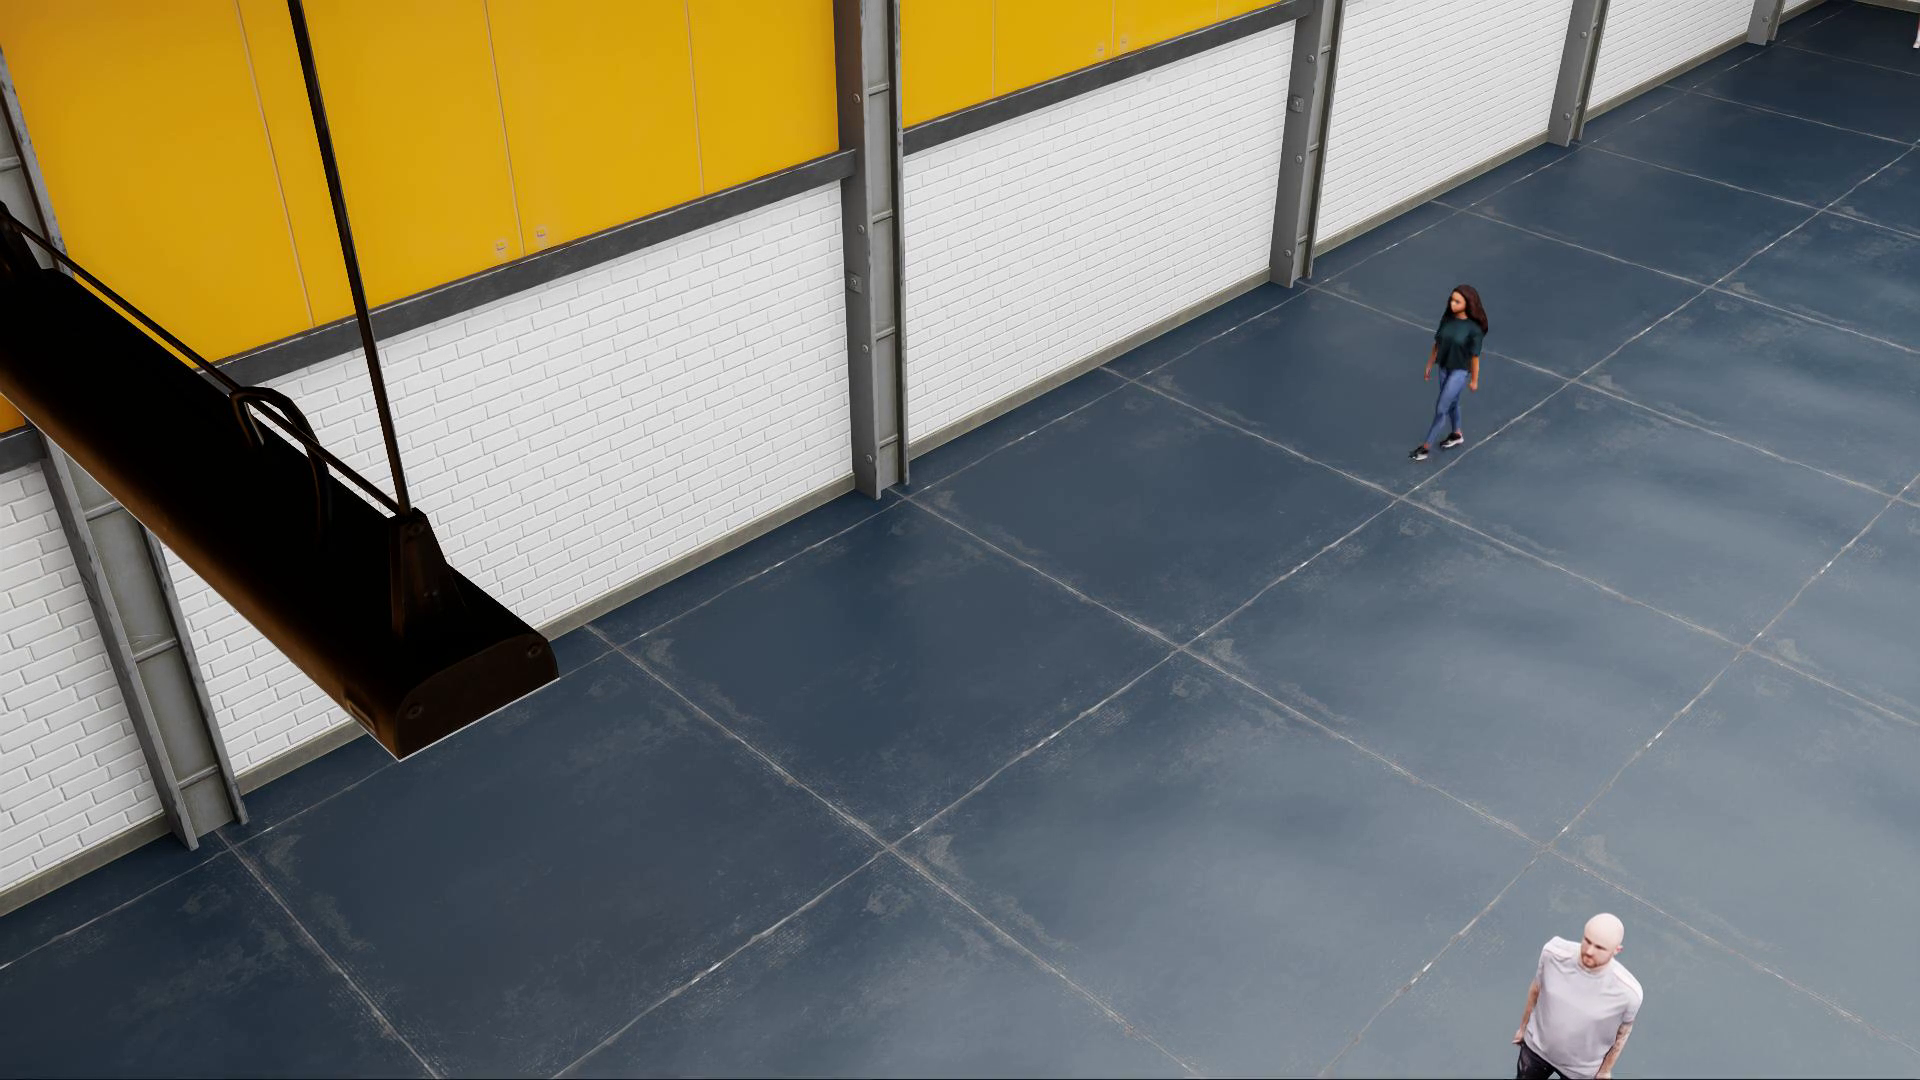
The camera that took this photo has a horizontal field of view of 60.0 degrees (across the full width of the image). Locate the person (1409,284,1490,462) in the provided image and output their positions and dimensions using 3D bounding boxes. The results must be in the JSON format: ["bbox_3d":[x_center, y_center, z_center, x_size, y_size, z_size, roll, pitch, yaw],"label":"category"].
[{"bbox_3d":[4.372,-1.489,14.524,1.015,1.590,0.738,-19,38,-27],"label":"person"}]

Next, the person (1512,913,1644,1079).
[{"bbox_3d":[3.016,2.528,8.261,0.660,1.832,0.591,26,42,33],"label":"person"}]
